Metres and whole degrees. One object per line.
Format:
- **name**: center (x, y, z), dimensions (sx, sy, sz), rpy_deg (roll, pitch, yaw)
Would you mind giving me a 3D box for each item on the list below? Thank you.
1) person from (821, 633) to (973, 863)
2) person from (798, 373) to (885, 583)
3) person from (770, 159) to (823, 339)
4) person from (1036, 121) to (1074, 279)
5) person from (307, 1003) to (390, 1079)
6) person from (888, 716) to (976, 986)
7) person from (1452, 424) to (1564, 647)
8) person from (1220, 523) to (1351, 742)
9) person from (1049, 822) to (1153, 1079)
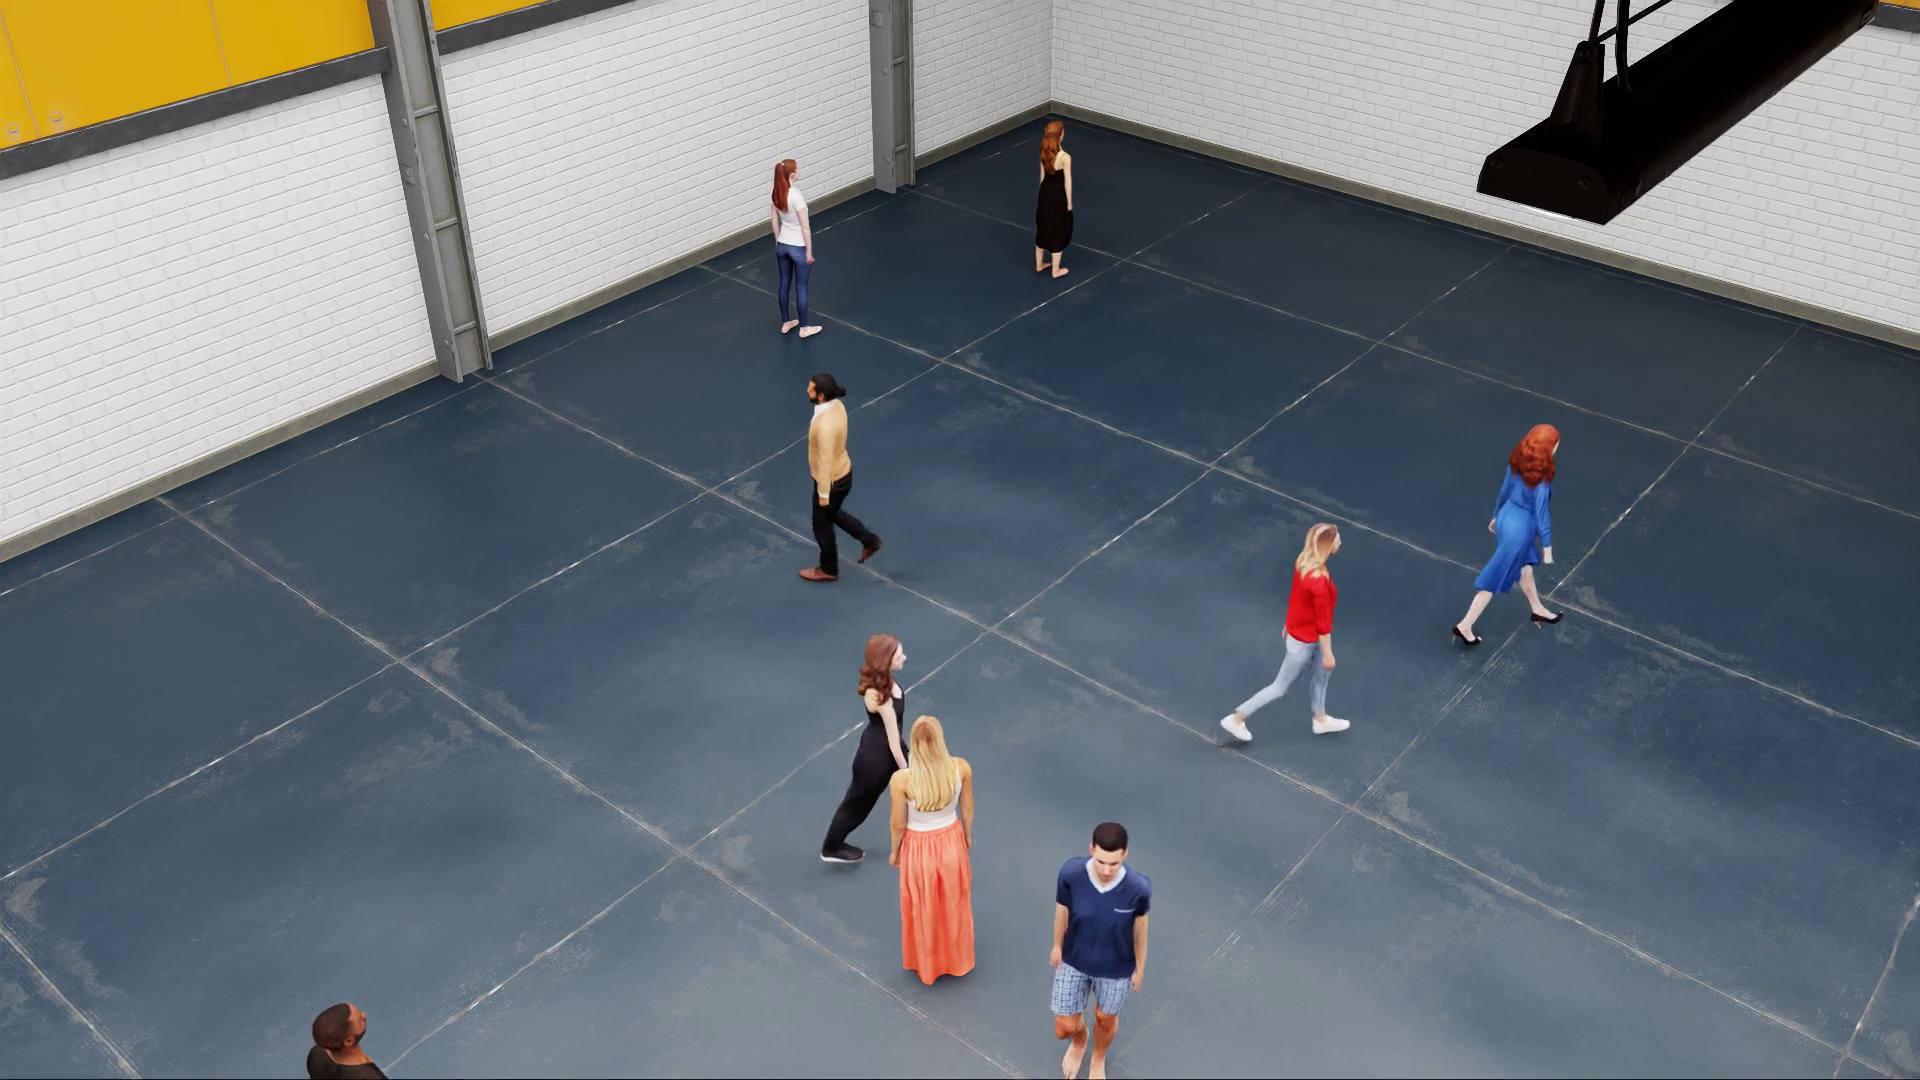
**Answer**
- **person**: center (-0.558, 1.281, 9.704), dimensions (1.129, 1.687, 1.106), rpy_deg (-1, 34, -2)
- **person**: center (-0.877, -0.434, 12.238), dimensions (0.988, 1.738, 0.962), rpy_deg (2, 34, 3)
- **person**: center (-1.593, -2.757, 15.732), dimensions (0.579, 1.739, 0.542), rpy_deg (21, 39, 29)
- **person**: center (0.946, -3.465, 16.902), dimensions (0.595, 1.623, 0.580), rpy_deg (-27, 42, -34)
- **person**: center (-2.618, 2.726, 7.424), dimensions (0.677, 1.805, 0.592), rpy_deg (18, 37, 24)
- **person**: center (-0.146, 1.690, 8.985), dimensions (0.715, 1.803, 0.796), rpy_deg (-7, 34, -11)
- **person**: center (3.746, 0.024, 11.506), dimensions (1.164, 1.786, 1.075), rpy_deg (-5, 34, -7)
- **person**: center (2.130, 0.652, 10.666), dimensions (1.149, 1.670, 1.111), rpy_deg (-1, 34, -2)
- **person**: center (0.702, 2.050, 8.416), dimensions (0.765, 1.832, 0.794), rpy_deg (7, 34, 10)
